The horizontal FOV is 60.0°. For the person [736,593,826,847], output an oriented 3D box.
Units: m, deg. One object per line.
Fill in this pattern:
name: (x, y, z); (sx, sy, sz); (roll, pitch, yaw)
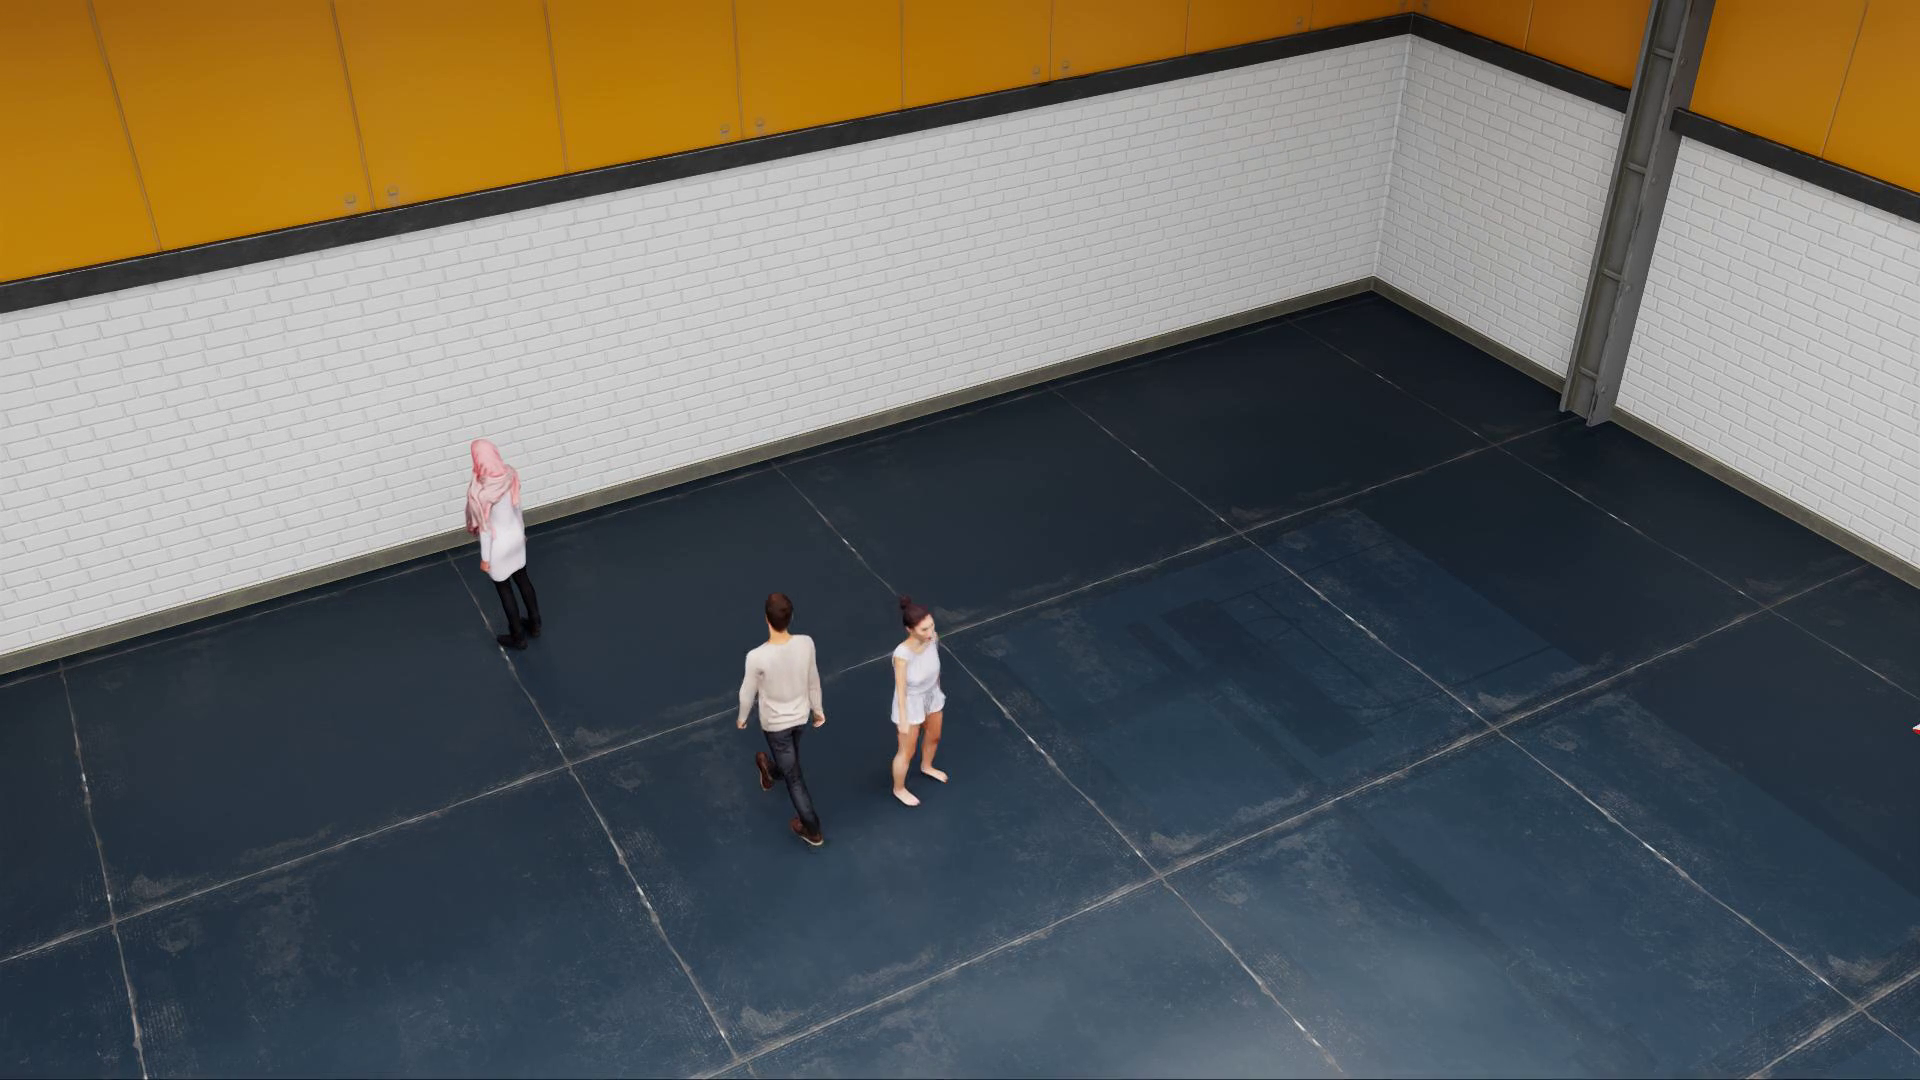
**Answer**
person: (-1.080, 1.220, 10.748); (0.754, 1.818, 1.146); (-23, 40, -30)

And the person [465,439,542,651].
person: (-3.448, 0.028, 12.556); (0.748, 1.803, 0.732); (18, 38, 25)

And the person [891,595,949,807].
person: (-0.320, 1.071, 11.157); (0.648, 1.614, 0.664); (21, 39, 28)
